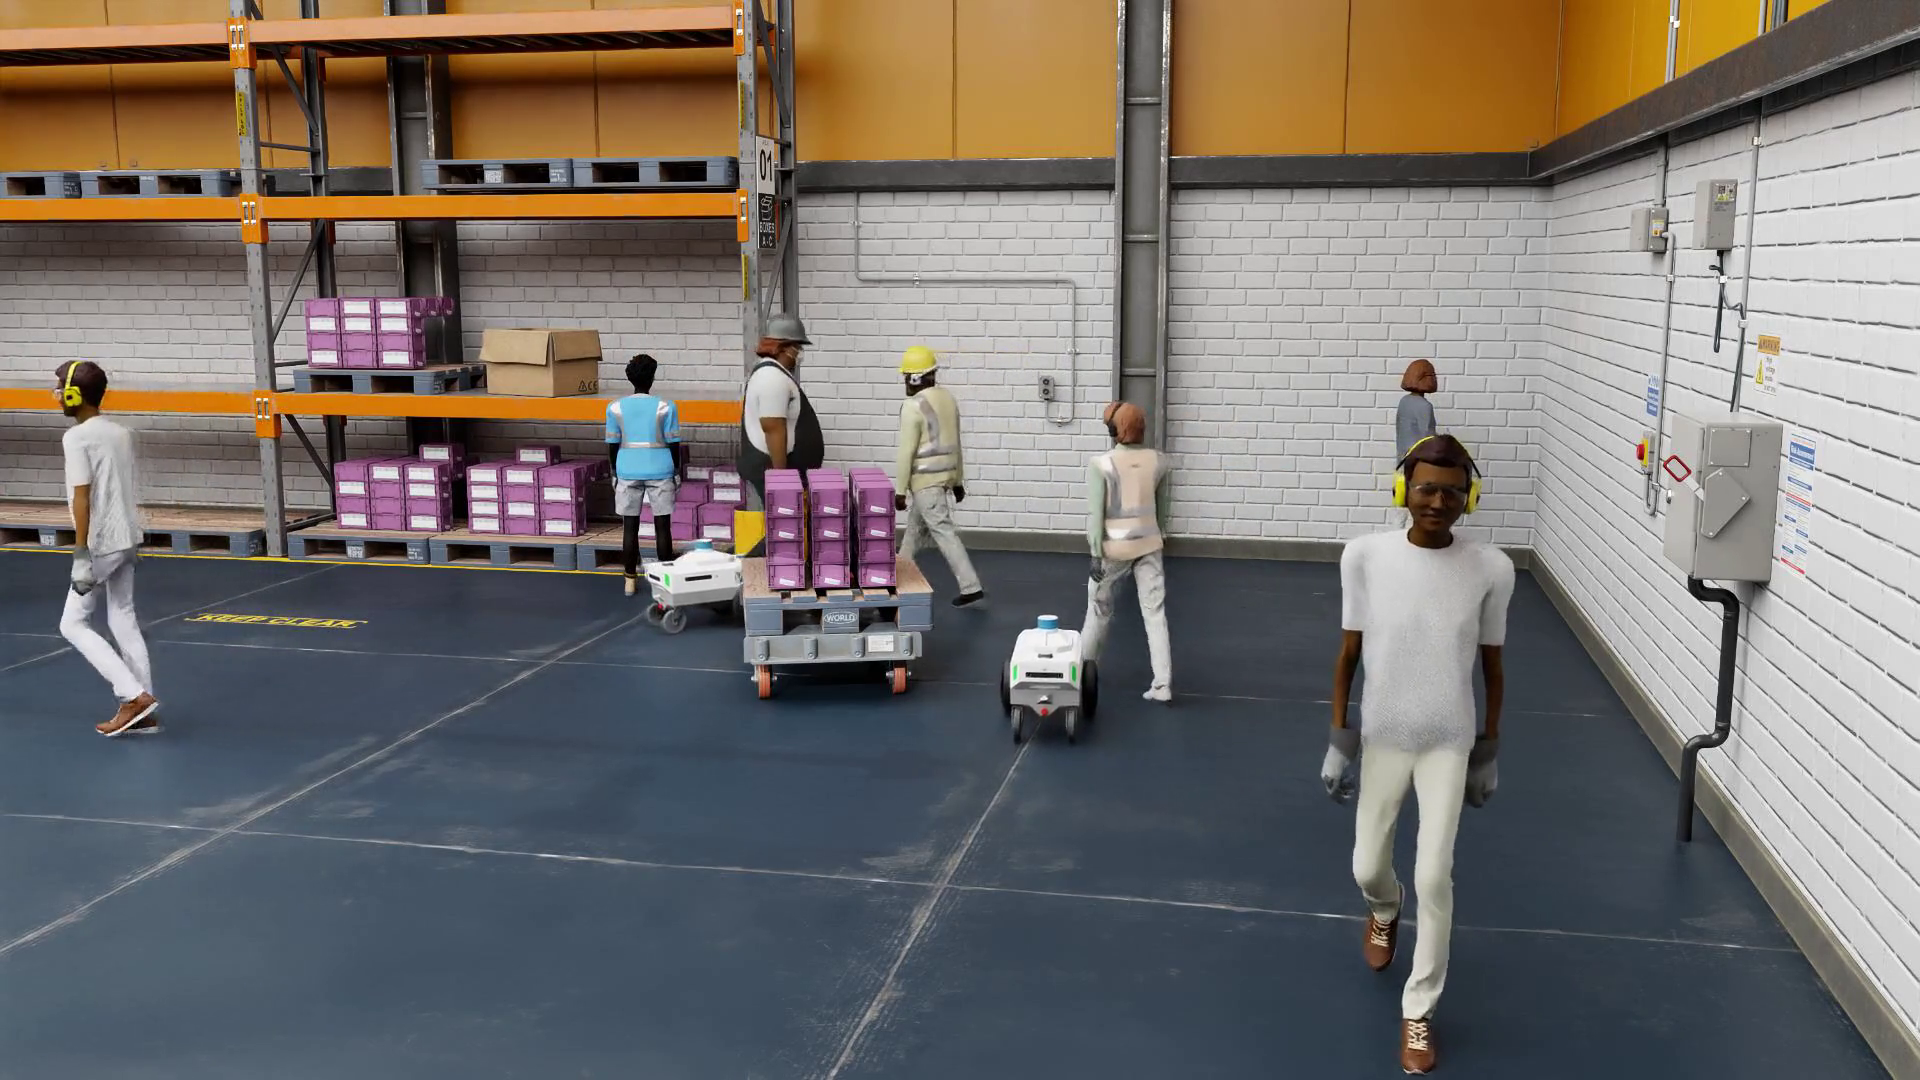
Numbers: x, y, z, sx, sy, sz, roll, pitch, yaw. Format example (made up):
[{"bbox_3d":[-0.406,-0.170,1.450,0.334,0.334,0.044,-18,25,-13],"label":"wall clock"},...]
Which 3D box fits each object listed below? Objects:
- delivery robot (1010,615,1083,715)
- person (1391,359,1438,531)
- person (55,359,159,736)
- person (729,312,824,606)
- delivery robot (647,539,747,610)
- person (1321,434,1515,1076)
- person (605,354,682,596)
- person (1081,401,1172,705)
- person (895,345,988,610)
[{"bbox_3d":[0.440,0.622,8.344,0.477,0.478,0.707,1,9,5],"label":"delivery robot"},{"bbox_3d":[3.334,-0.502,12.145,0.280,1.636,0.500,-2,10,-10],"label":"person"},{"bbox_3d":[-4.168,0.056,8.099,0.400,1.859,0.577,0,9,2],"label":"person"},{"bbox_3d":[-1.201,-0.479,10.793,0.640,2.000,0.708,-1,10,-8],"label":"person"},{"bbox_3d":[-1.635,0.235,10.675,0.707,0.478,0.477,-6,11,-32],"label":"delivery robot"},{"bbox_3d":[1.359,0.584,4.974,0.523,1.849,0.670,3,10,17],"label":"person"},{"bbox_3d":[-2.200,-0.448,11.641,0.532,1.696,0.318,0,9,0],"label":"person"},{"bbox_3d":[0.878,0.052,8.950,0.538,1.588,0.895,-4,10,-24],"label":"person"},{"bbox_3d":[-0.207,-0.419,11.233,0.966,1.784,0.604,5,11,27],"label":"person"}]
